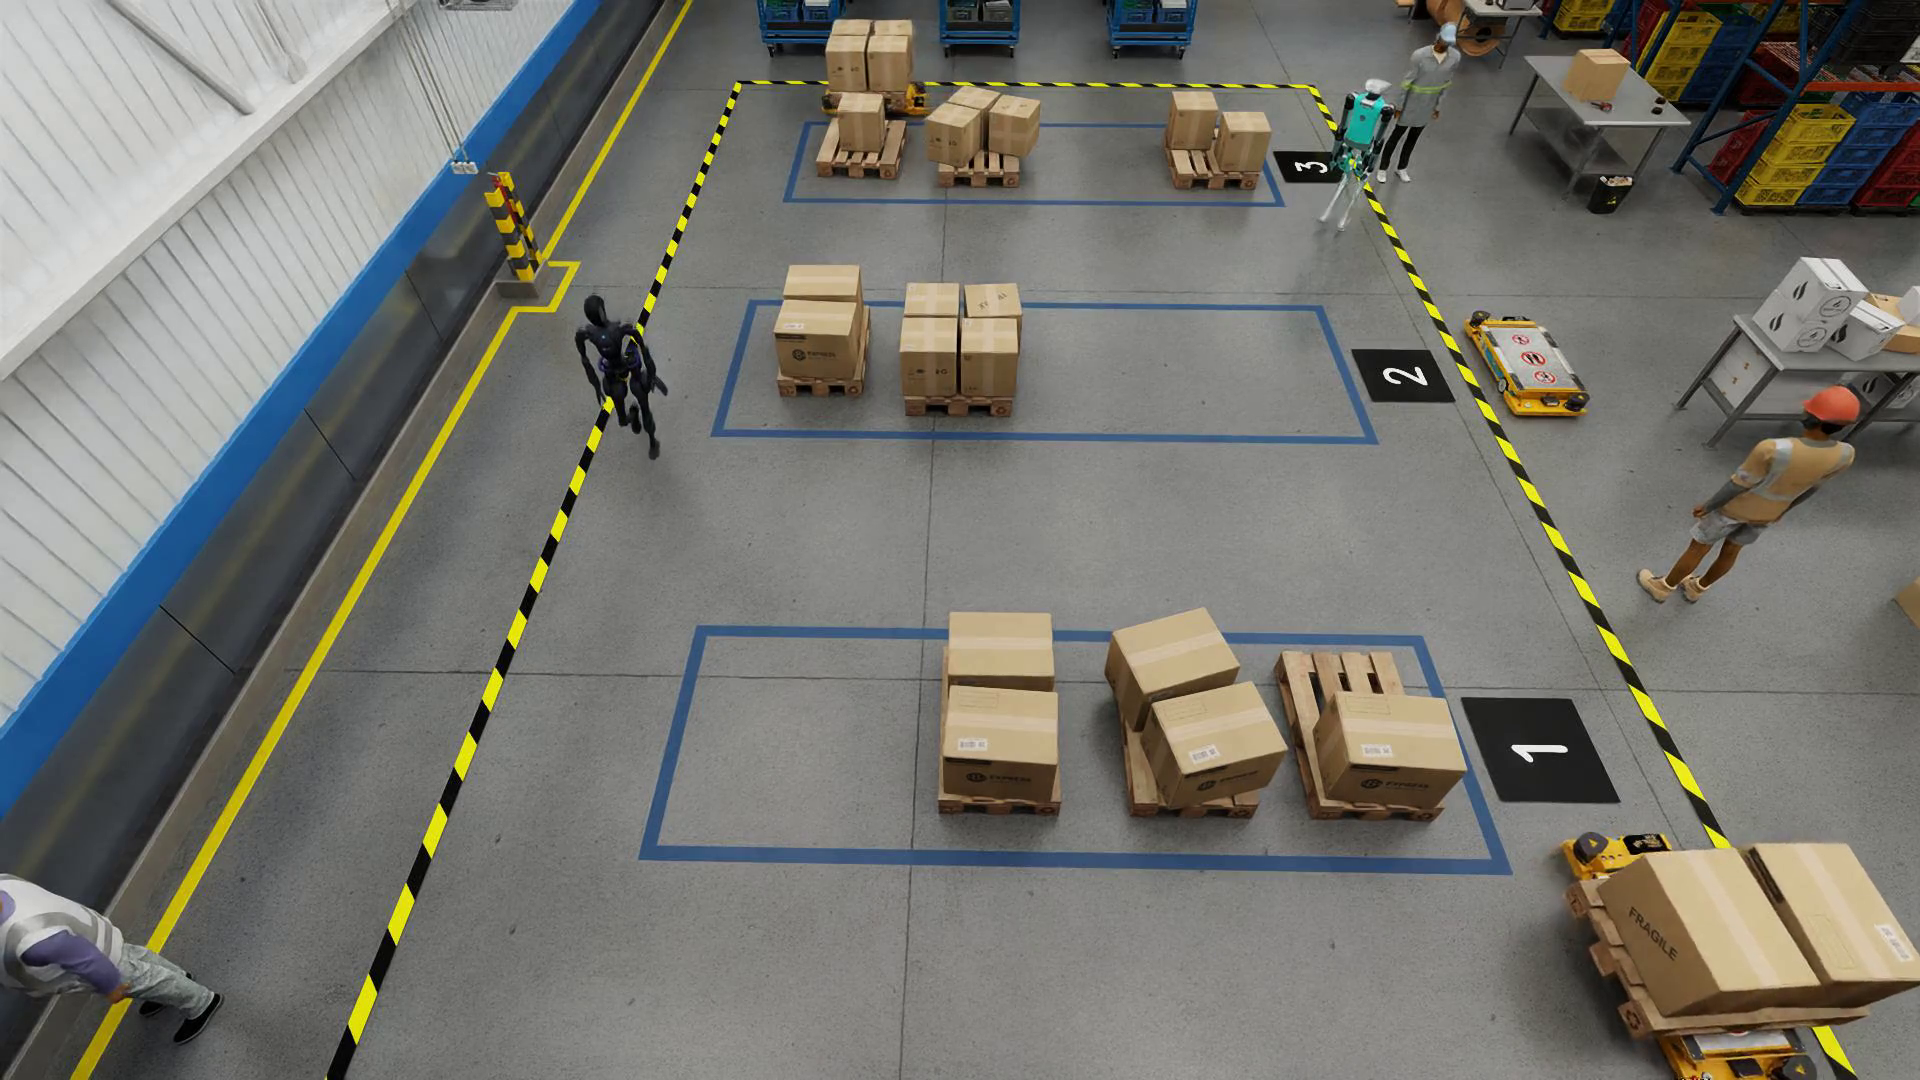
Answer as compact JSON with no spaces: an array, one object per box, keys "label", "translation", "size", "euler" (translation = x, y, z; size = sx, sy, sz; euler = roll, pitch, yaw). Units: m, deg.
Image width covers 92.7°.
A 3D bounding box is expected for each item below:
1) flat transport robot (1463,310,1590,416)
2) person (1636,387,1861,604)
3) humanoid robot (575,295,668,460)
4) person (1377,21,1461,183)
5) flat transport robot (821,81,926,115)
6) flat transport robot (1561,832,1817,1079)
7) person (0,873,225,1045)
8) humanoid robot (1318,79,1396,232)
[{"label":"flat transport robot","translation":[5.573,-1.757,9.054],"size":[0.659,0.231,1.431],"euler":[1,49,1]},{"label":"person","translation":[5.661,-0.261,6.589],"size":[0.606,2.042,0.372],"euler":[3,49,2]},{"label":"humanoid robot","translation":[-2.842,-1.420,7.830],"size":[0.604,1.649,0.433],"euler":[-8,50,-7]},{"label":"person","translation":[5.518,-5.227,11.010],"size":[0.589,1.853,0.375],"euler":[-2,49,-2]},{"label":"flat transport robot","translation":[-1.208,-6.245,12.920],"size":[1.431,0.197,0.652],"euler":[1,49,1]},{"label":"flat transport robot","translation":[4.253,2.434,5.408],"size":[0.652,0.197,1.431],"euler":[-3,49,-2]},{"label":"person","translation":[-4.484,2.135,4.658],"size":[0.588,1.821,0.403],"euler":[24,53,19]},{"label":"humanoid robot","translation":[4.493,-4.300,10.299],"size":[0.542,1.806,0.784],"euler":[34,57,26]}]
